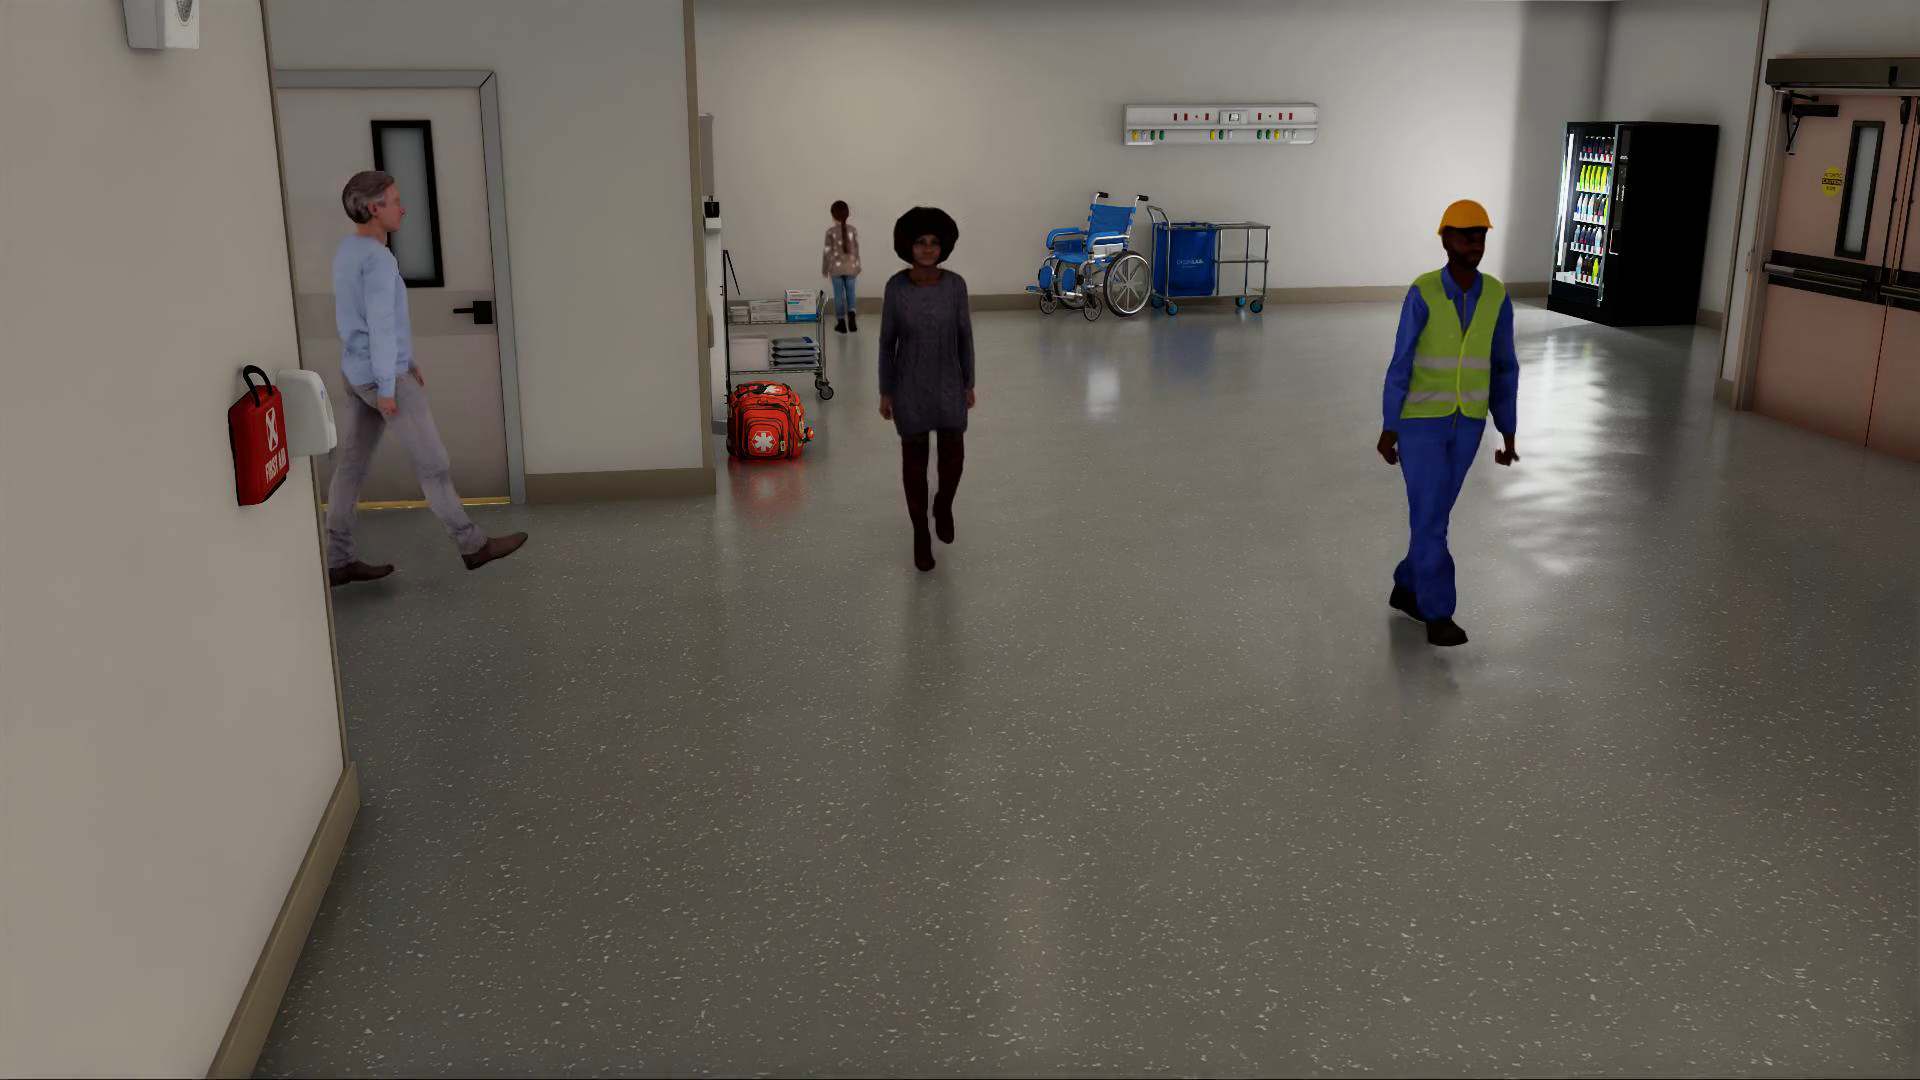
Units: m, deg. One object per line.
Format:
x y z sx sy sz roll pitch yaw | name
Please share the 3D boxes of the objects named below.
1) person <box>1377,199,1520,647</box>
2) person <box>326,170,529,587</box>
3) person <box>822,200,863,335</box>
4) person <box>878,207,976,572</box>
1.972 -0.500 6.952 0.756 1.790 1.036 -4 16 -15 | person
-2.695 -0.677 7.466 1.040 1.850 1.175 -11 19 -33 | person
-1.041 -2.442 14.949 0.538 1.188 0.596 -5 16 -17 | person
-0.158 -0.716 7.880 0.651 1.702 0.706 0 16 -1 | person
